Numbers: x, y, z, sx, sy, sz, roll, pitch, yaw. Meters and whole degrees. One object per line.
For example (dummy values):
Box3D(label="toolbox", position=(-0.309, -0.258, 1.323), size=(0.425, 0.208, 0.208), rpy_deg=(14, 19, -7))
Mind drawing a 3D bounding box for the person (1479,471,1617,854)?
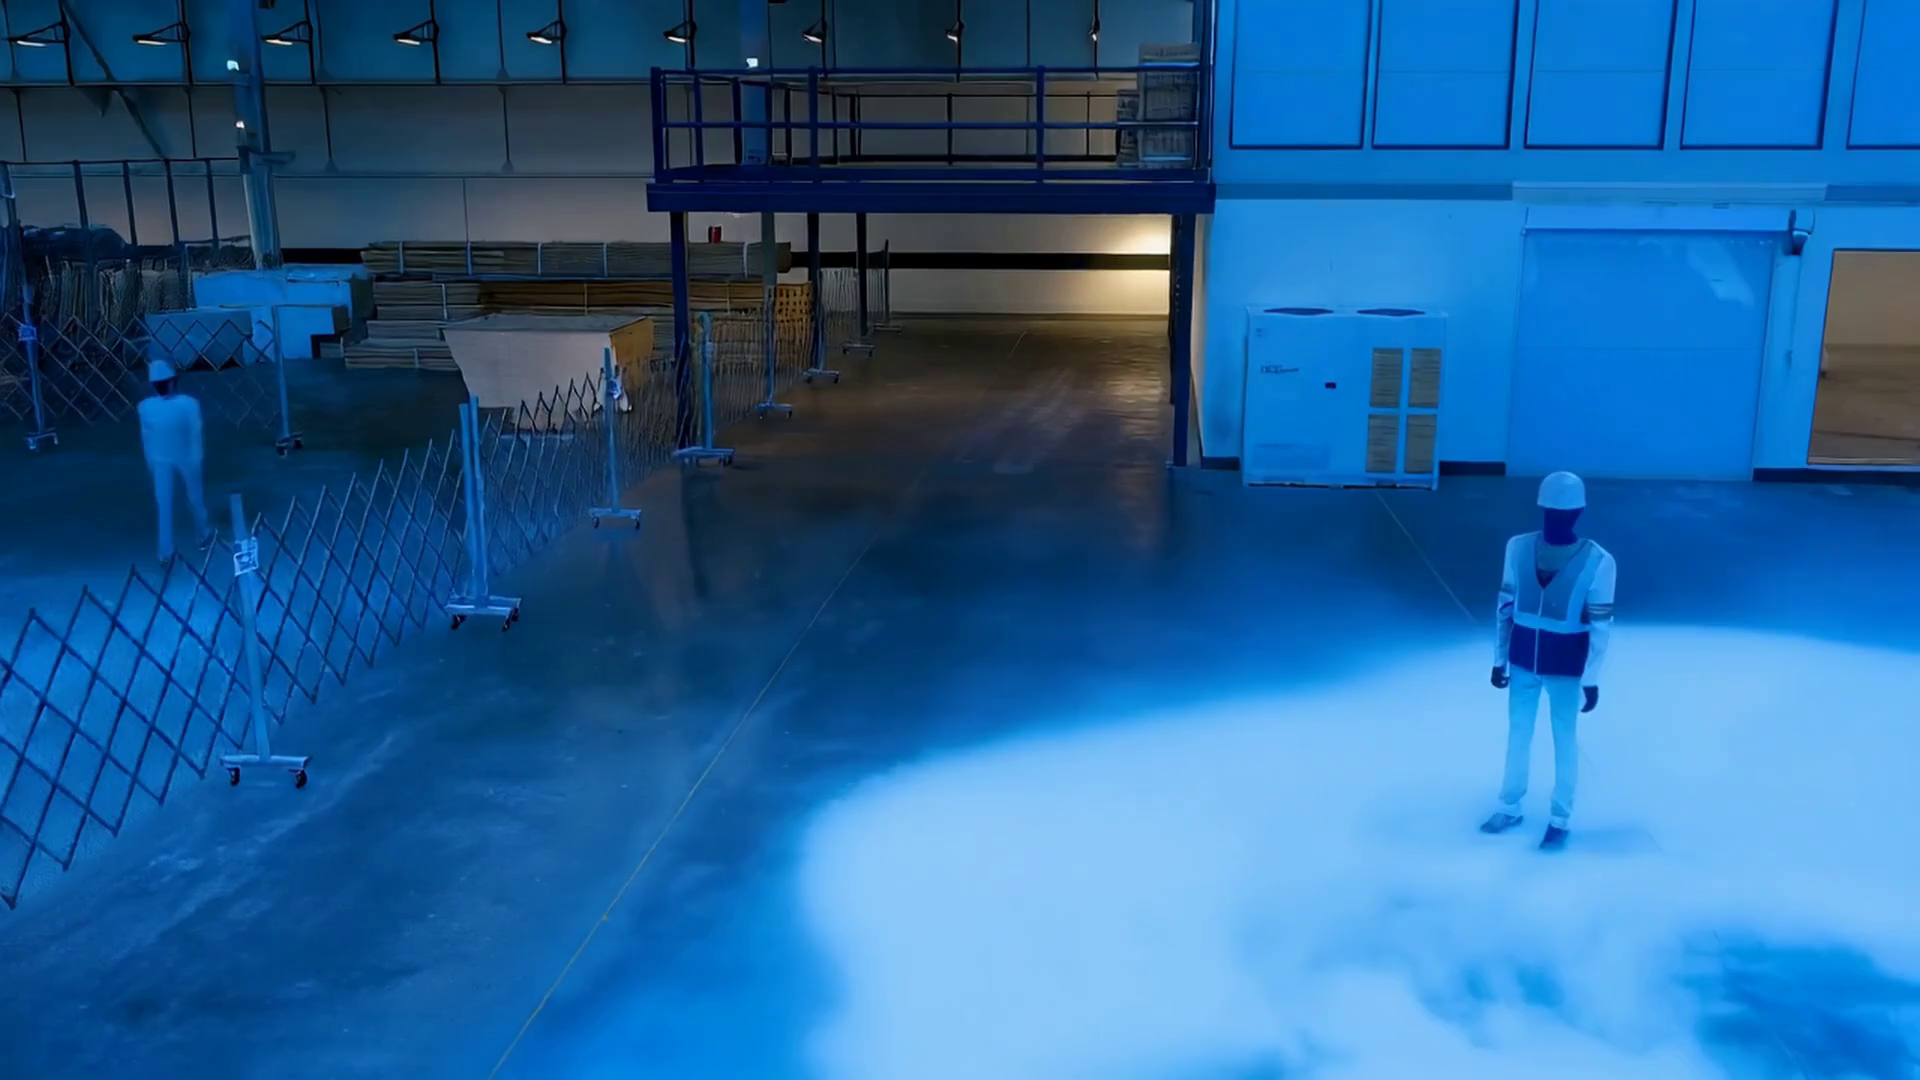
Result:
Box3D(label="person", position=(2.936, 0.601, 8.312), size=(0.588, 1.930, 0.361), rpy_deg=(13, 19, 42))

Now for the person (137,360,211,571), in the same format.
Box3D(label="person", position=(-6.566, -0.666, 13.937), size=(0.527, 1.721, 0.938), rpy_deg=(-3, 14, -11))
